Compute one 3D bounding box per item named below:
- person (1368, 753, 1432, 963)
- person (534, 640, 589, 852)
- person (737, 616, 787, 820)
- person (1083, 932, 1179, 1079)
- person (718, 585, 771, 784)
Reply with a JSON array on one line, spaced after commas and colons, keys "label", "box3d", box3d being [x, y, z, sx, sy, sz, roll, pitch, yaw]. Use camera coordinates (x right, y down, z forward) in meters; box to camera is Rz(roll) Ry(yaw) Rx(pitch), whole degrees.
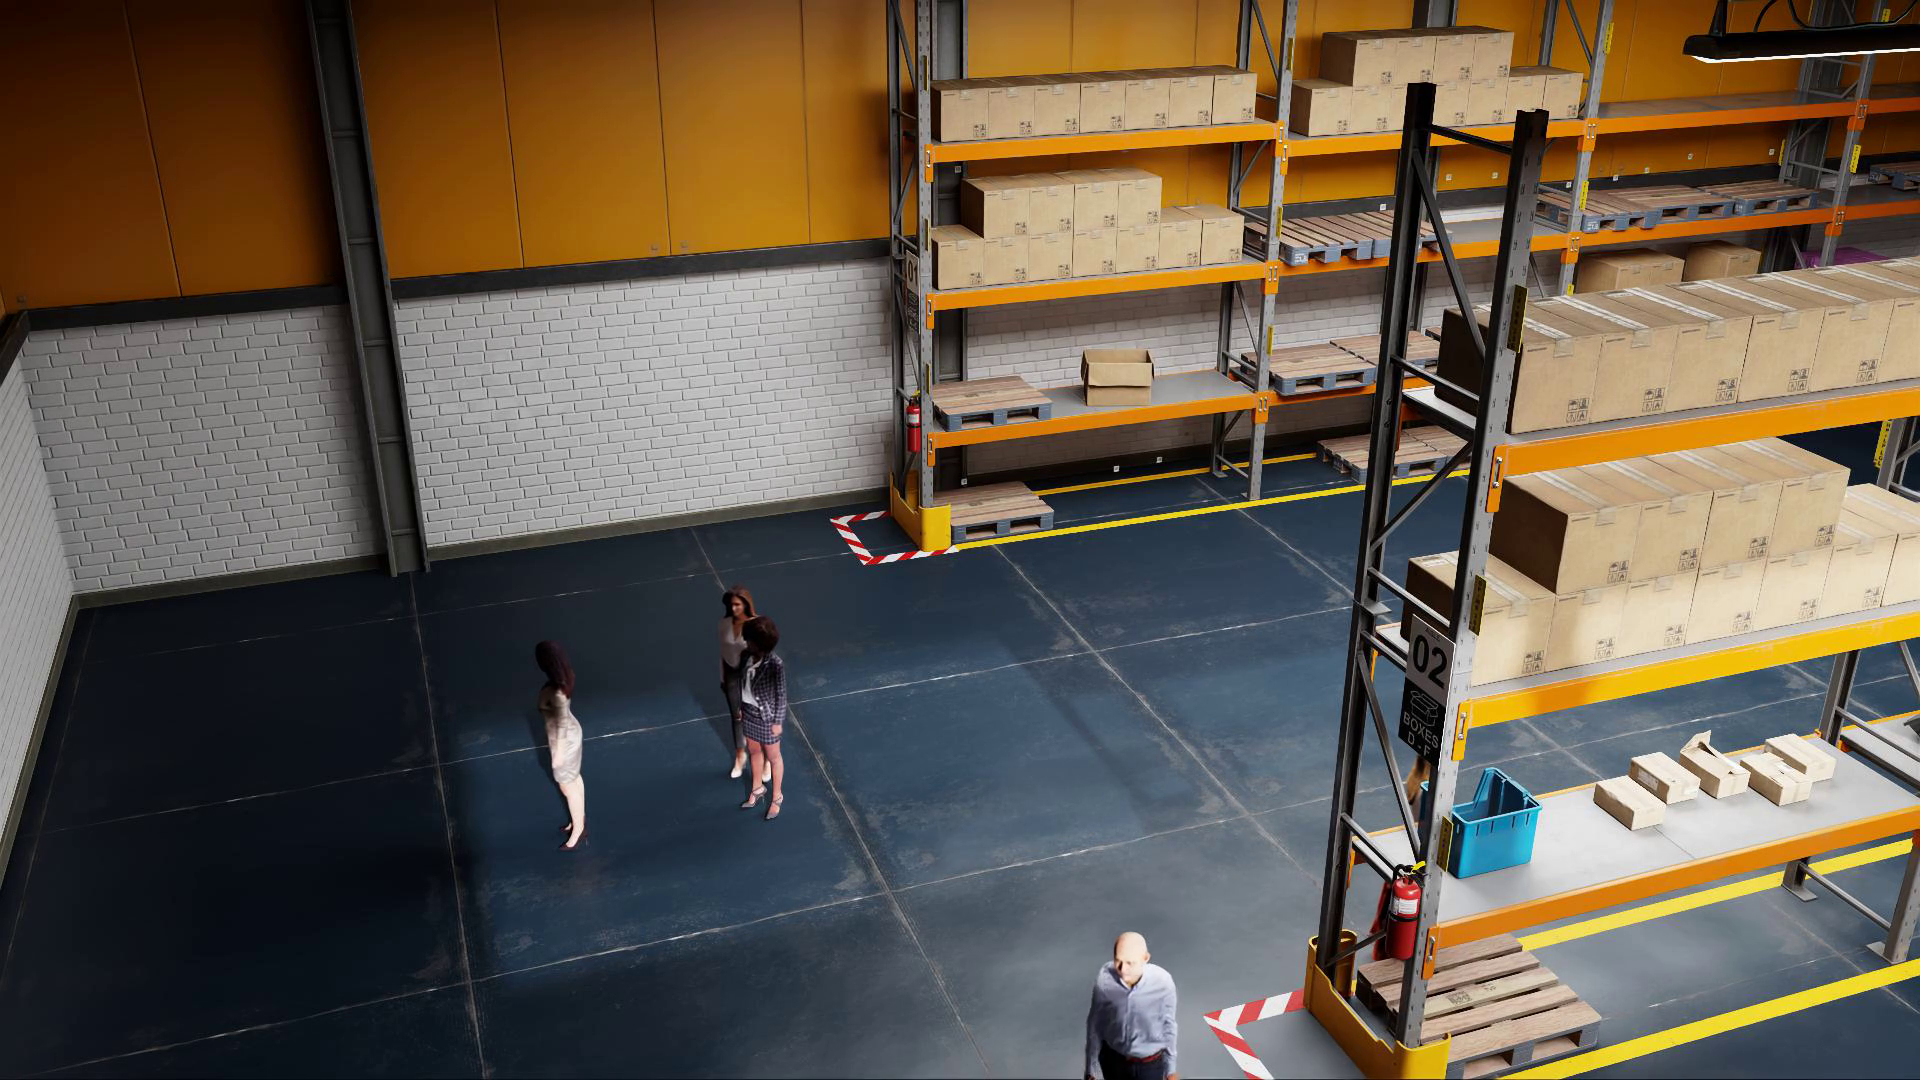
[{"label": "person", "box3d": [3.048, 2.095, 11.151, 0.753, 1.800, 0.725, 4, 24, 9]}, {"label": "person", "box3d": [-2.977, 1.528, 12.517, 0.579, 1.743, 0.633, -3, 24, -7]}, {"label": "person", "box3d": [-1.539, 1.366, 12.939, 0.702, 1.703, 0.717, 18, 29, 35]}, {"label": "person", "box3d": [0.977, 2.901, 9.343, 0.837, 1.770, 0.902, 7, 25, 16]}, {"label": "person", "box3d": [-1.721, 1.150, 13.358, 0.643, 1.763, 0.719, 8, 25, 17]}]
